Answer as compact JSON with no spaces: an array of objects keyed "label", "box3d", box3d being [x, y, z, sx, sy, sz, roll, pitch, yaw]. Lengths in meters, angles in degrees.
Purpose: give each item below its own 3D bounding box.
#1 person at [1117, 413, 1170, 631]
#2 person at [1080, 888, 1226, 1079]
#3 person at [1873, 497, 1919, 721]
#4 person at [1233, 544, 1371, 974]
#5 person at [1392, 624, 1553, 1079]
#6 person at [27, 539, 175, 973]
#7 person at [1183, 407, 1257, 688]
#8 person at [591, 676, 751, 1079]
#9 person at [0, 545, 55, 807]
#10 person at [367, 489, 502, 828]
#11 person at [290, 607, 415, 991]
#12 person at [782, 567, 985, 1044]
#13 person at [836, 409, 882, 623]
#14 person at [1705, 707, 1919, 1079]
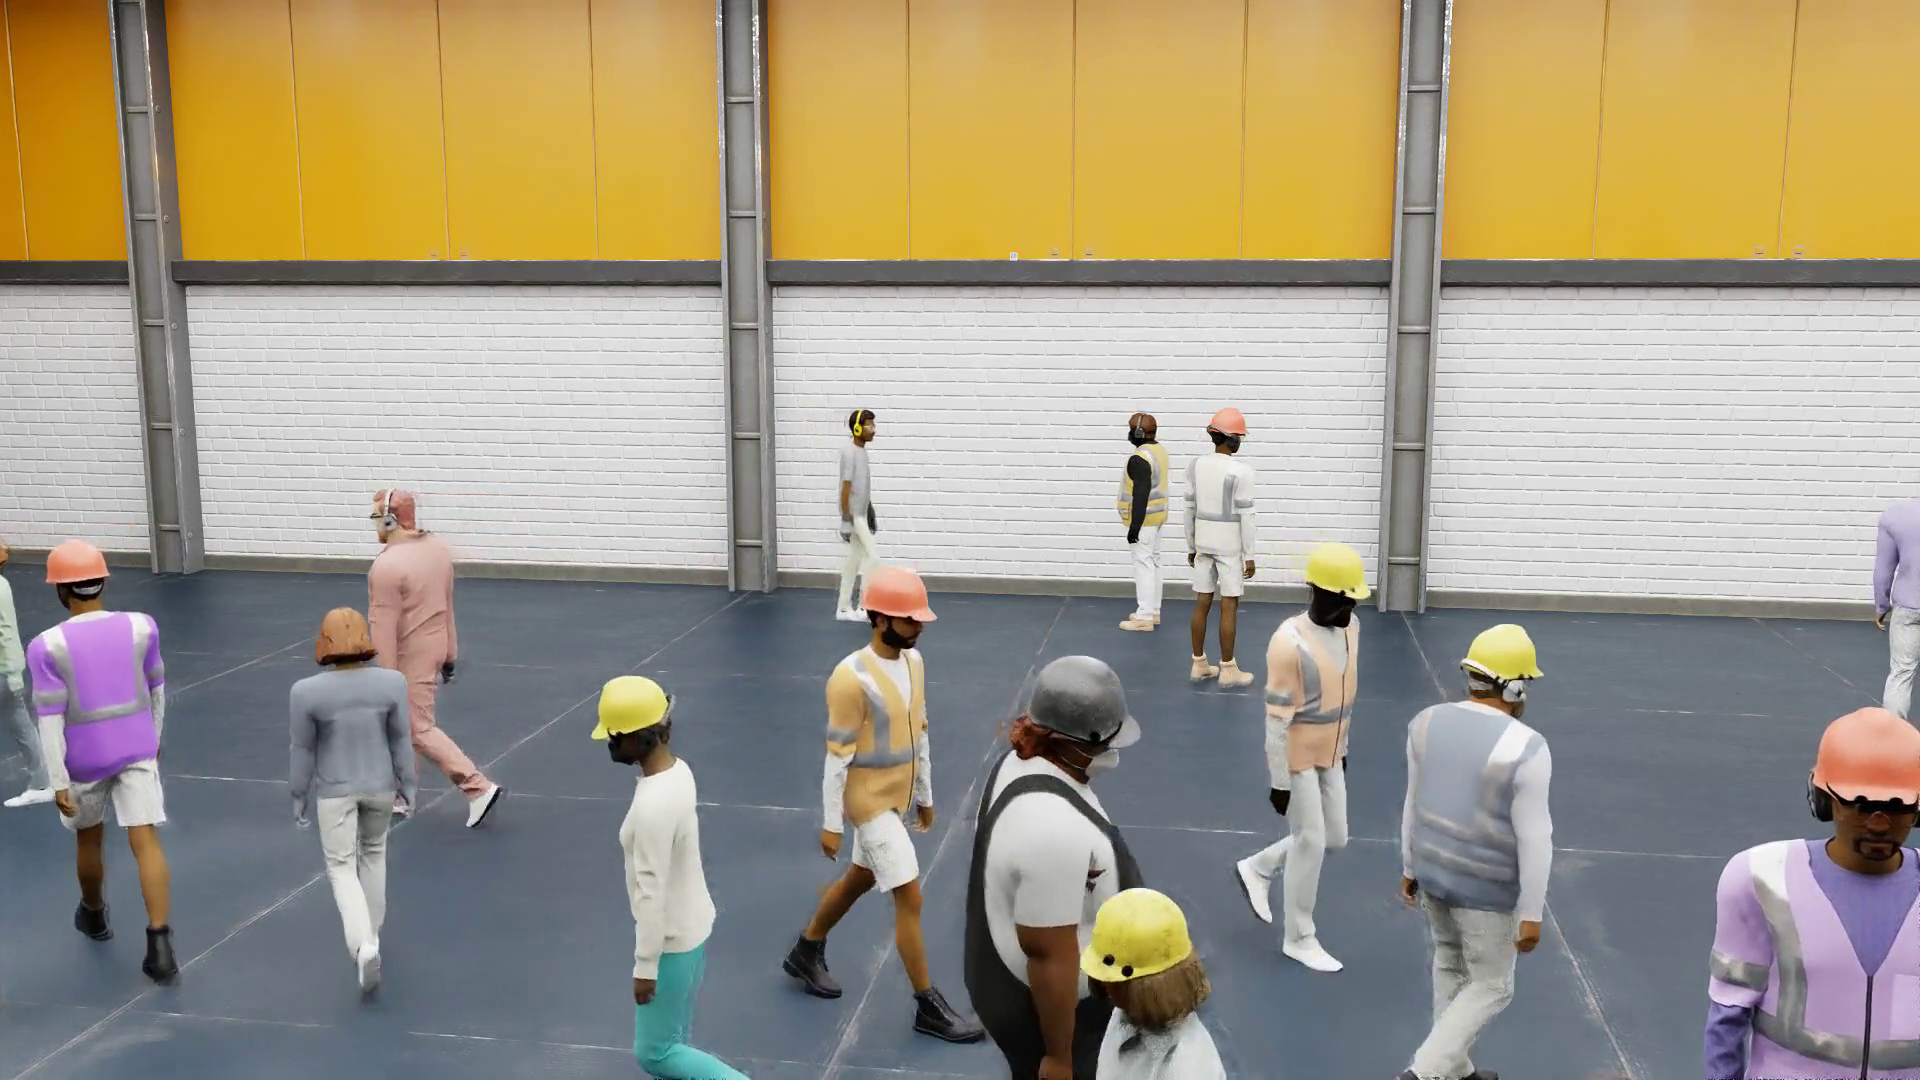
[{"label":"person","box3d":[1.543,-0.156,14.073,0.430,1.843,0.625,4,10,23]},{"label":"person","box3d":[0.462,1.589,3.784,0.909,1.695,0.482,-3,10,-21]},{"label":"person","box3d":[5.902,0.436,10.123,0.635,1.937,0.354,9,13,43]},{"label":"person","box3d":[1.486,0.925,7.266,0.629,1.887,0.682,-9,13,-44]},{"label":"person","box3d":[1.766,1.194,5.855,0.631,1.803,0.633,-6,11,-32]},{"label":"person","box3d":[-3.721,0.934,7.259,0.552,1.889,1.031,-8,12,-39]},{"label":"person","box3d":[1.926,0.049,12.186,0.393,2.041,0.613,-8,12,-42]},{"label":"person","box3d":[-0.882,1.291,5.439,0.602,1.737,0.548,0,9,-2]},{"label":"person","box3d":[-5.449,0.745,9.214,0.723,1.601,0.534,-7,12,-38]},{"label":"person","box3d":[-2.934,0.646,9.072,0.897,1.871,0.645,2,9,11]},{"label":"person","box3d":[-2.583,1.090,7.125,0.505,1.602,0.746,-6,11,-31]},{"label":"person","box3d":[-0.354,1.021,6.714,0.996,1.886,0.544,5,10,27]},{"label":"person","box3d":[-0.804,-0.190,14.258,0.649,1.848,0.561,2,9,9]},{"label":"person","box3d":[2.087,1.387,3.937,0.610,2.042,0.396,2,9,13]}]
